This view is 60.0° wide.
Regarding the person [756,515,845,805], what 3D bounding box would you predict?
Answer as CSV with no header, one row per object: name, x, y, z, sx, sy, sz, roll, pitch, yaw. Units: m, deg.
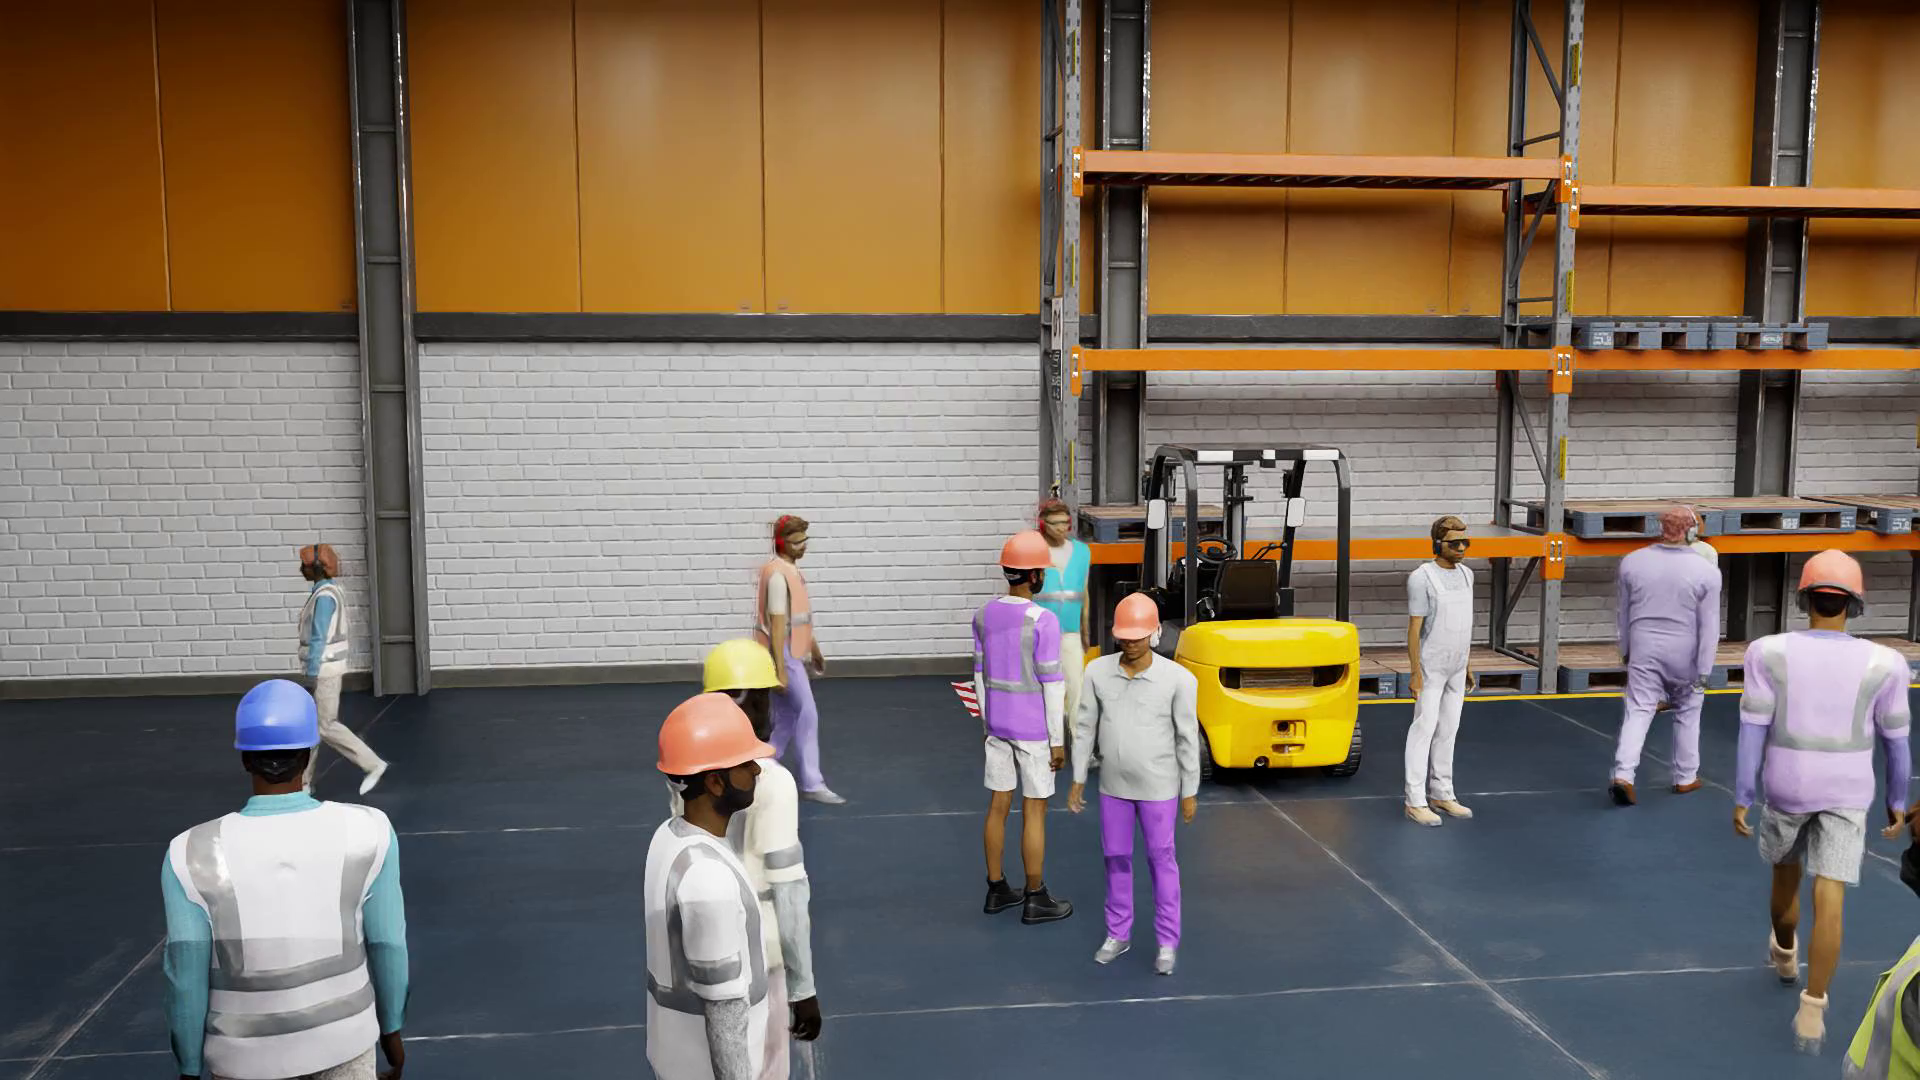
person,-1.041,0.741,10.326,0.623,1.813,0.626,0,7,-1

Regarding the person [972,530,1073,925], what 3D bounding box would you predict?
person,0.314,0.919,8.227,0.545,1.938,0.361,6,9,43

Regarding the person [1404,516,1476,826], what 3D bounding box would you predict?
person,2.874,0.770,9.926,0.514,1.844,0.328,-4,8,-33

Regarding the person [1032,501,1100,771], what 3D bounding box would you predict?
person,0.663,0.650,11.118,0.604,1.803,0.887,-2,7,-20

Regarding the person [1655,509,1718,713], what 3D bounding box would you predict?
person,5.533,0.553,12.739,0.281,1.634,0.498,-4,8,-32

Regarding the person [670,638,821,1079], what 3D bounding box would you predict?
person,-0.693,1.270,5.270,0.419,1.929,0.653,-6,9,-41

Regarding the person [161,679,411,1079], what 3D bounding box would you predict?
person,-1.798,1.341,4.476,0.609,1.946,0.405,-4,7,-29

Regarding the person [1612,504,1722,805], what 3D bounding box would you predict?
person,4.387,0.709,10.355,0.637,1.875,0.929,5,8,38

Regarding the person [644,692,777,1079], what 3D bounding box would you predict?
person,-0.637,1.359,4.353,0.347,1.943,0.545,-3,7,-23

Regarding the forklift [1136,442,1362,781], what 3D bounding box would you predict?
forklift,1.912,0.418,11.496,1.214,2.155,2.313,-1,7,-8

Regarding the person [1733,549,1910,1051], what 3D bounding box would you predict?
person,3.618,1.030,6.993,0.640,1.986,1.041,3,7,27

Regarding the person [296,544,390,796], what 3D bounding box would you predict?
person,-3.974,0.825,10.409,0.678,1.615,0.527,-3,7,-24

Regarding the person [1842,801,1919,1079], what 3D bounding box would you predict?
person,2.256,1.470,3.820,0.429,1.844,0.627,6,9,40

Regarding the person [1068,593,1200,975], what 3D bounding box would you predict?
person,0.786,1.096,7.544,0.587,1.737,0.379,4,8,30
